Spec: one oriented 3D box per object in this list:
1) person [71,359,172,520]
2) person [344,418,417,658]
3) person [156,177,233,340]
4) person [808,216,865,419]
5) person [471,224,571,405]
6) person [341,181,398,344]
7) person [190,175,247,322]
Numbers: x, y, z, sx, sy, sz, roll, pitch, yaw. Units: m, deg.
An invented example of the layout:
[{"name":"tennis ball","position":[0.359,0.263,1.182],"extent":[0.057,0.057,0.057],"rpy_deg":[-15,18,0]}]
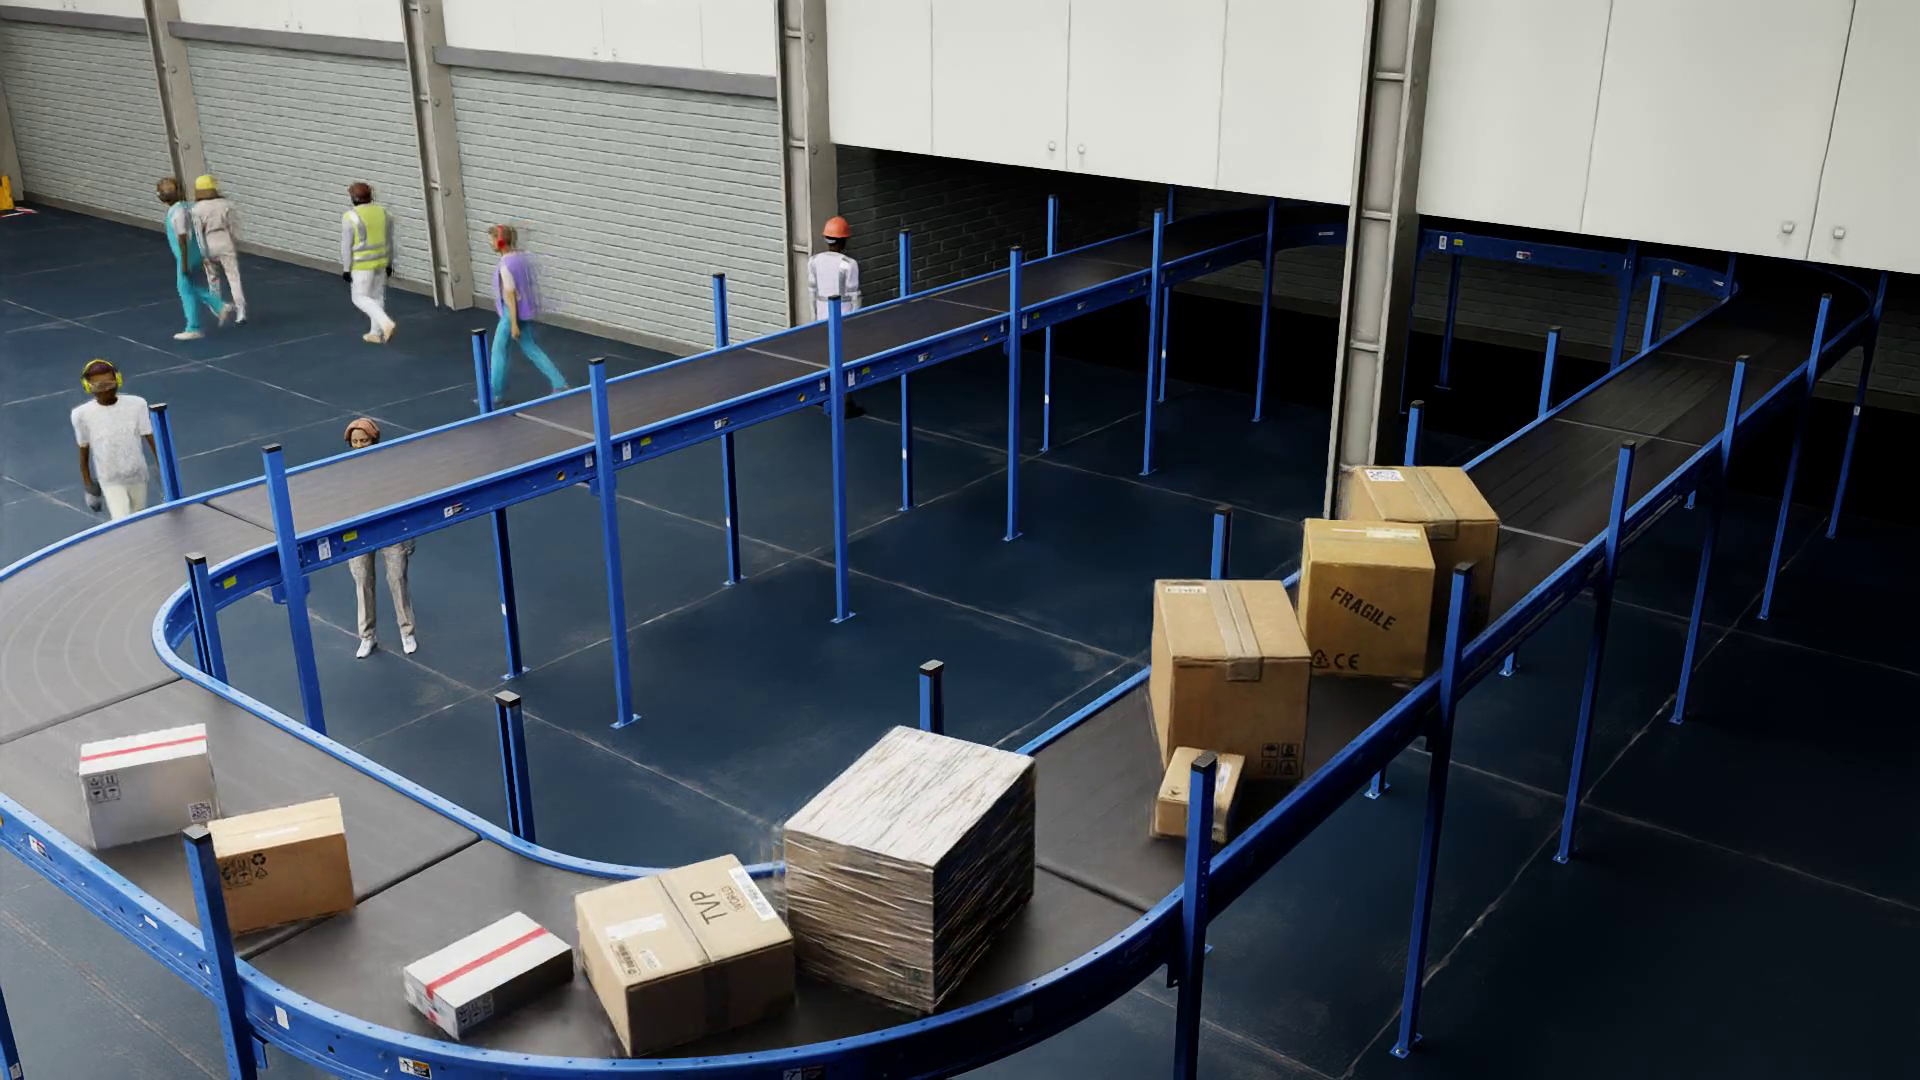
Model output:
[{"name":"person","position":[-5.793,-0.361,11.614],"extent":[0.511,1.822,0.941],"rpy_deg":[-18,28,-38]},{"name":"person","position":[-3.859,-0.019,10.994],"extent":[0.514,1.641,0.309],"rpy_deg":[-4,22,-10]},{"name":"person","position":[-8.681,-3.182,18.785],"extent":[0.585,1.827,0.515],"rpy_deg":[-11,24,-27]},{"name":"person","position":[-1.170,-2.128,15.954],"extent":[0.551,1.934,0.373],"rpy_deg":[10,24,24]},{"name":"person","position":[-4.355,-2.209,16.345],"extent":[0.958,1.804,0.583],"rpy_deg":[-1,21,-2]},{"name":"person","position":[-6.512,-3.046,18.438],"extent":[0.625,1.827,0.641],"rpy_deg":[12,25,28]},{"name":"person","position":[-8.732,-3.428,19.584],"extent":[0.472,1.696,0.914],"rpy_deg":[-15,26,-33]}]
